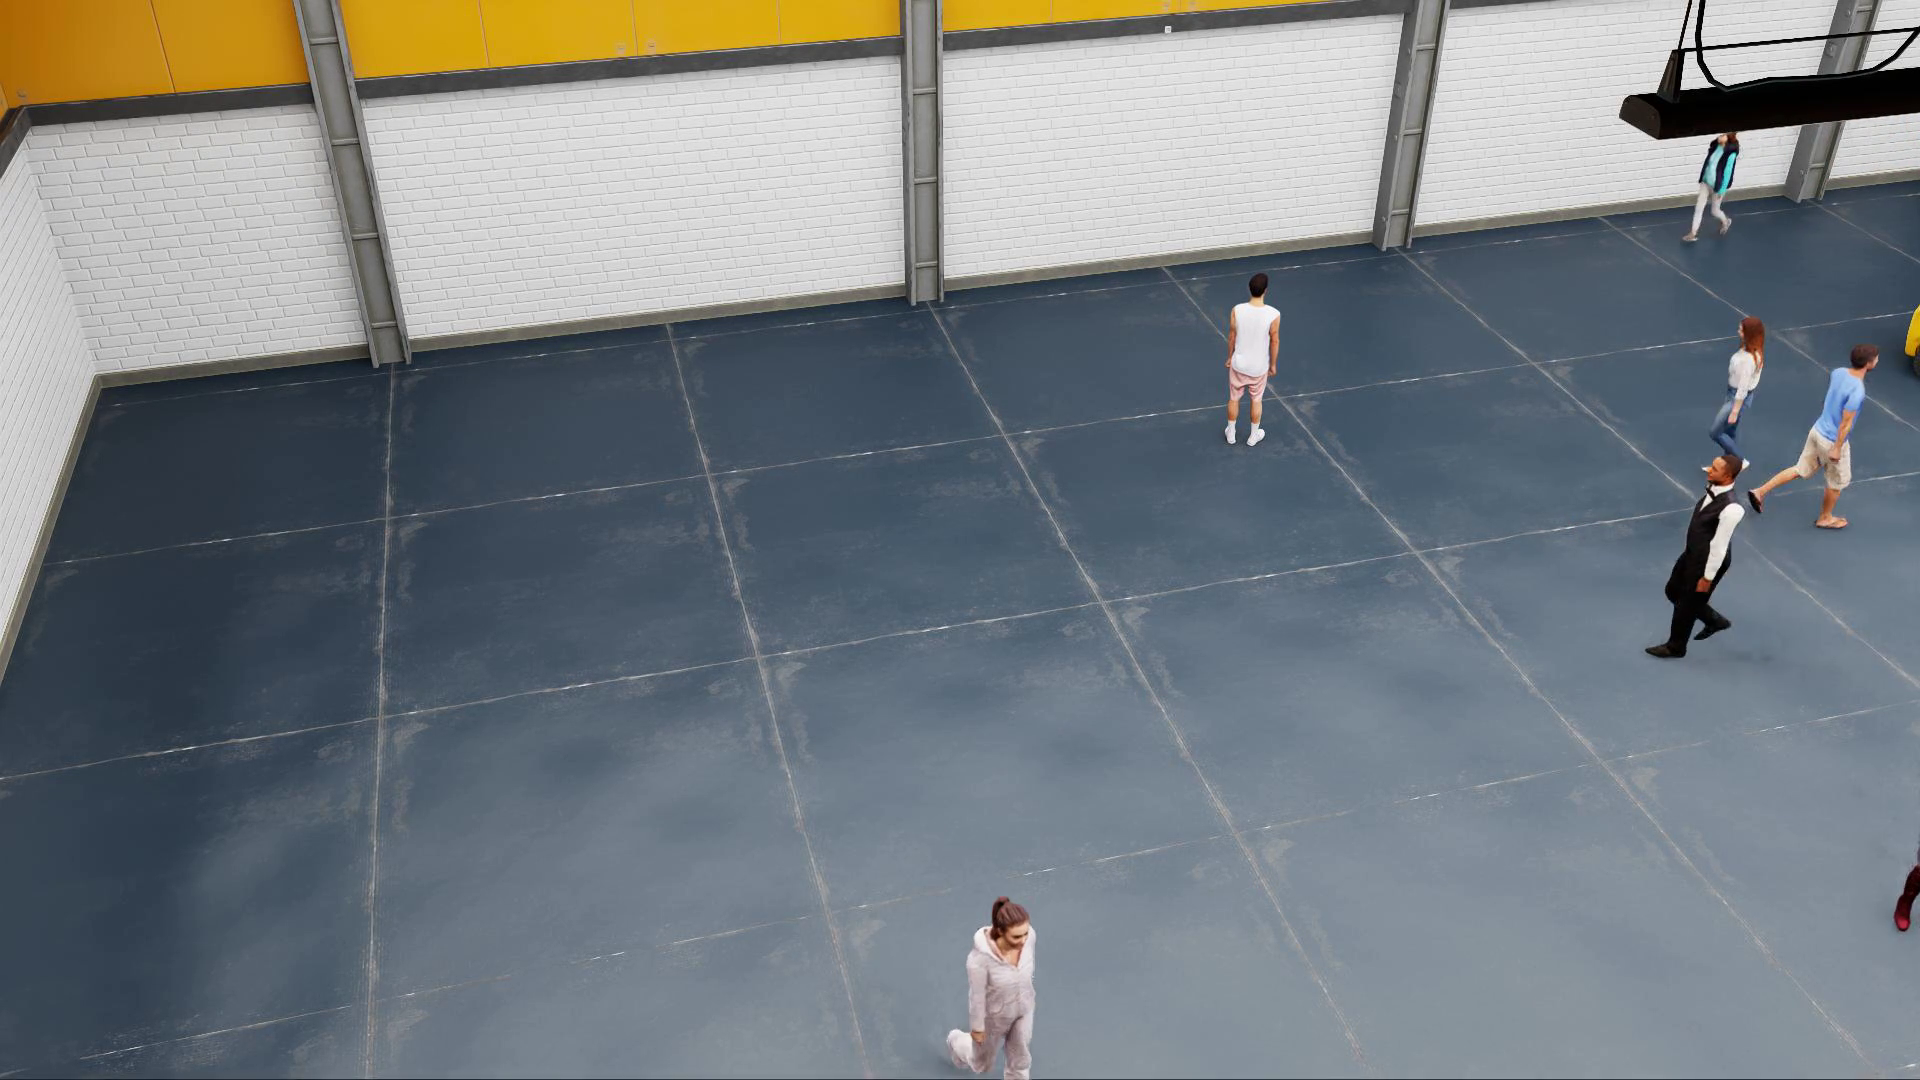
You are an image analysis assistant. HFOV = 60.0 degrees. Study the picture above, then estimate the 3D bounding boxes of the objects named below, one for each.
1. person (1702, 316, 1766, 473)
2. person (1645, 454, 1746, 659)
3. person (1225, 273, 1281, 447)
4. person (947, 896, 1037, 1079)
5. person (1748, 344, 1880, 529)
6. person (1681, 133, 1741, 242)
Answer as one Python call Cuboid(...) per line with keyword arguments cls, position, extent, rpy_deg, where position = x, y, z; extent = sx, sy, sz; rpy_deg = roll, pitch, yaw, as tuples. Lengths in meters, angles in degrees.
Cuboid(cls="person", position=(7.376, -1.290, 15.609), extent=(0.856, 1.710, 0.811), rpy_deg=(15, 37, 22))
Cuboid(cls="person", position=(6.019, 0.168, 13.240), extent=(0.986, 1.904, 0.854), rpy_deg=(2, 34, 3))
Cuboid(cls="person", position=(2.827, -1.751, 16.232), extent=(0.683, 1.787, 0.794), rpy_deg=(10, 35, 14))
Cuboid(cls="person", position=(0.193, 2.681, 9.665), extent=(0.950, 1.675, 0.868), rpy_deg=(-21, 39, -28))
Cuboid(cls="person", position=(7.722, -0.919, 14.936), extent=(1.220, 1.836, 0.856), rpy_deg=(0, 34, 0))
Cuboid(cls="person", position=(9.345, -4.382, 20.470), extent=(0.935, 1.478, 0.646), rpy_deg=(-13, 36, -18))
